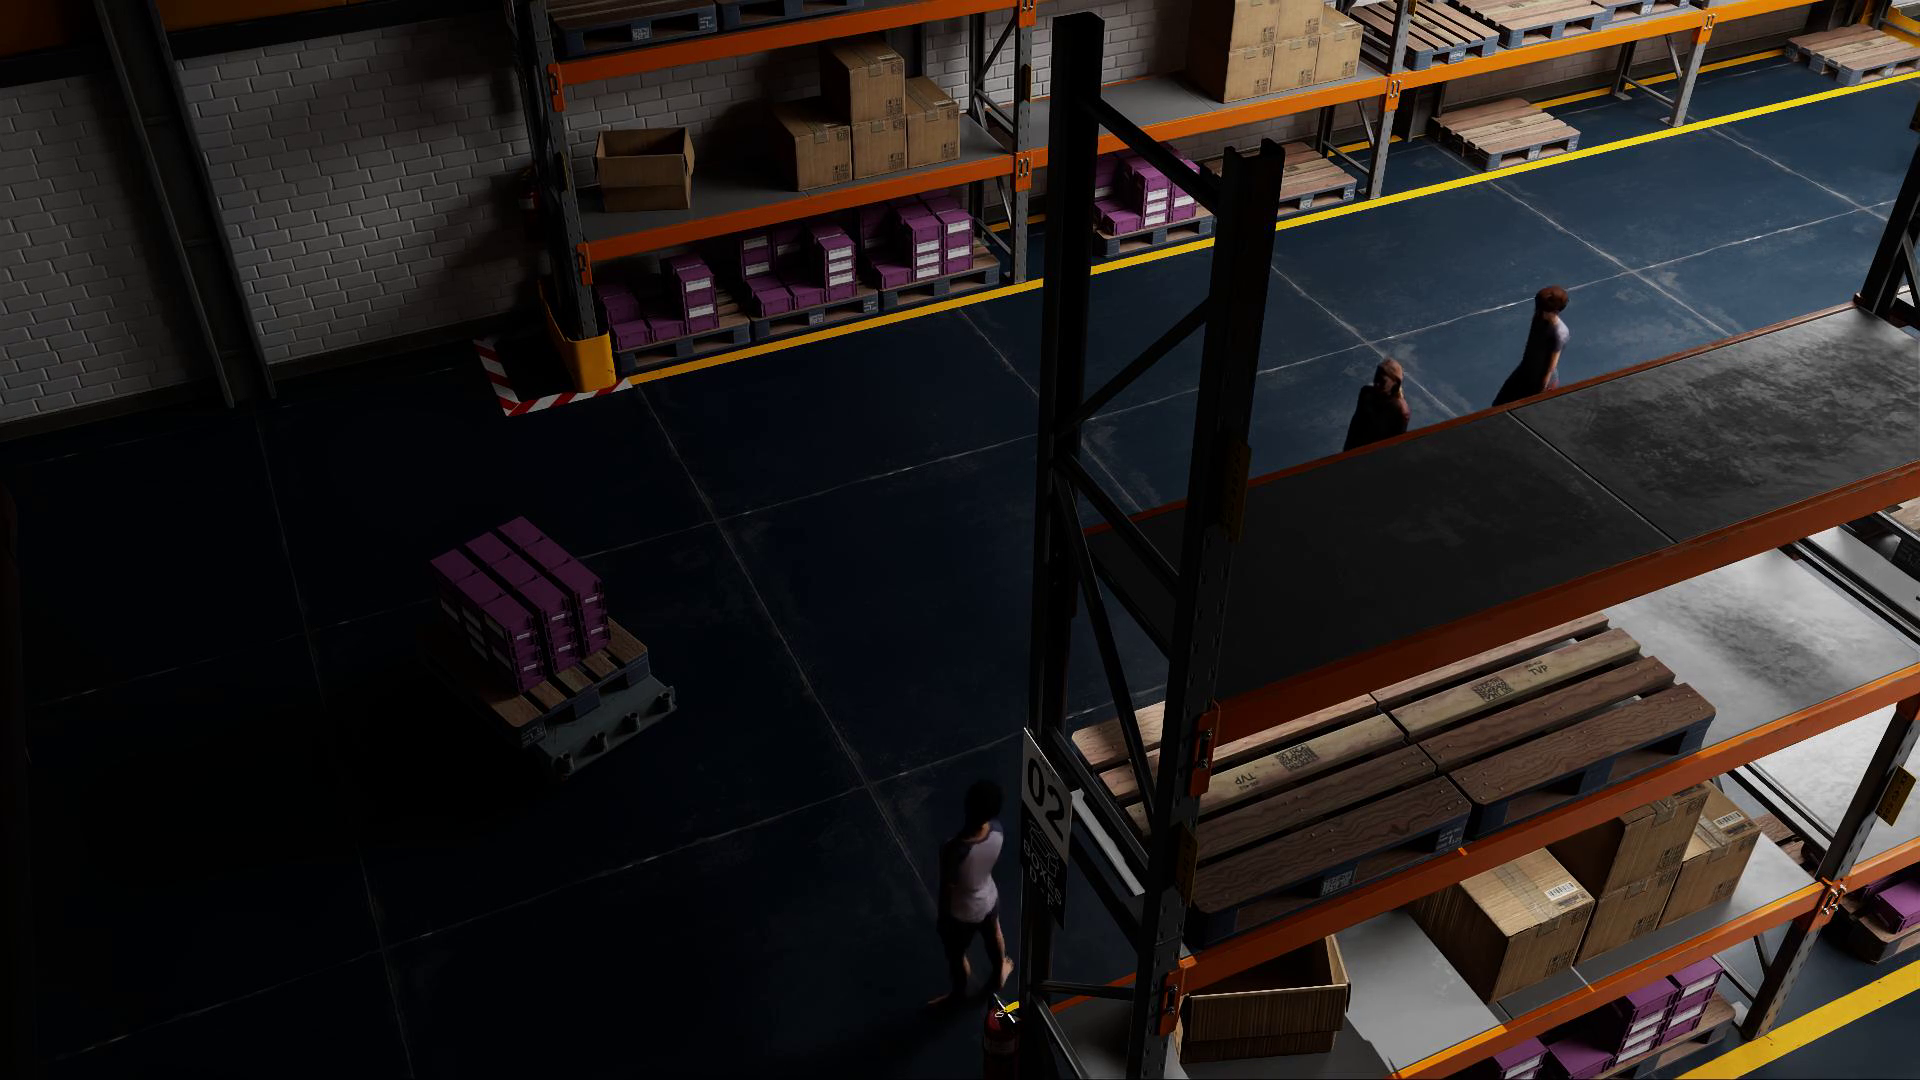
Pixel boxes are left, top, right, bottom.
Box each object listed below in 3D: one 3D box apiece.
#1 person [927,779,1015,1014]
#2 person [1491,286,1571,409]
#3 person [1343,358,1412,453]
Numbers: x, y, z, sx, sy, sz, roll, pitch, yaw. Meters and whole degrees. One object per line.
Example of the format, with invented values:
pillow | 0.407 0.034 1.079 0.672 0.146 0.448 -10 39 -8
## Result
person | 0.027 1.933 8.793 0.819 1.539 0.633 19 42 22
person | 4.450 -1.211 12.647 0.677 1.643 0.676 -7 39 -9
person | 2.975 -0.581 11.830 1.086 1.679 0.682 -21 43 -24
